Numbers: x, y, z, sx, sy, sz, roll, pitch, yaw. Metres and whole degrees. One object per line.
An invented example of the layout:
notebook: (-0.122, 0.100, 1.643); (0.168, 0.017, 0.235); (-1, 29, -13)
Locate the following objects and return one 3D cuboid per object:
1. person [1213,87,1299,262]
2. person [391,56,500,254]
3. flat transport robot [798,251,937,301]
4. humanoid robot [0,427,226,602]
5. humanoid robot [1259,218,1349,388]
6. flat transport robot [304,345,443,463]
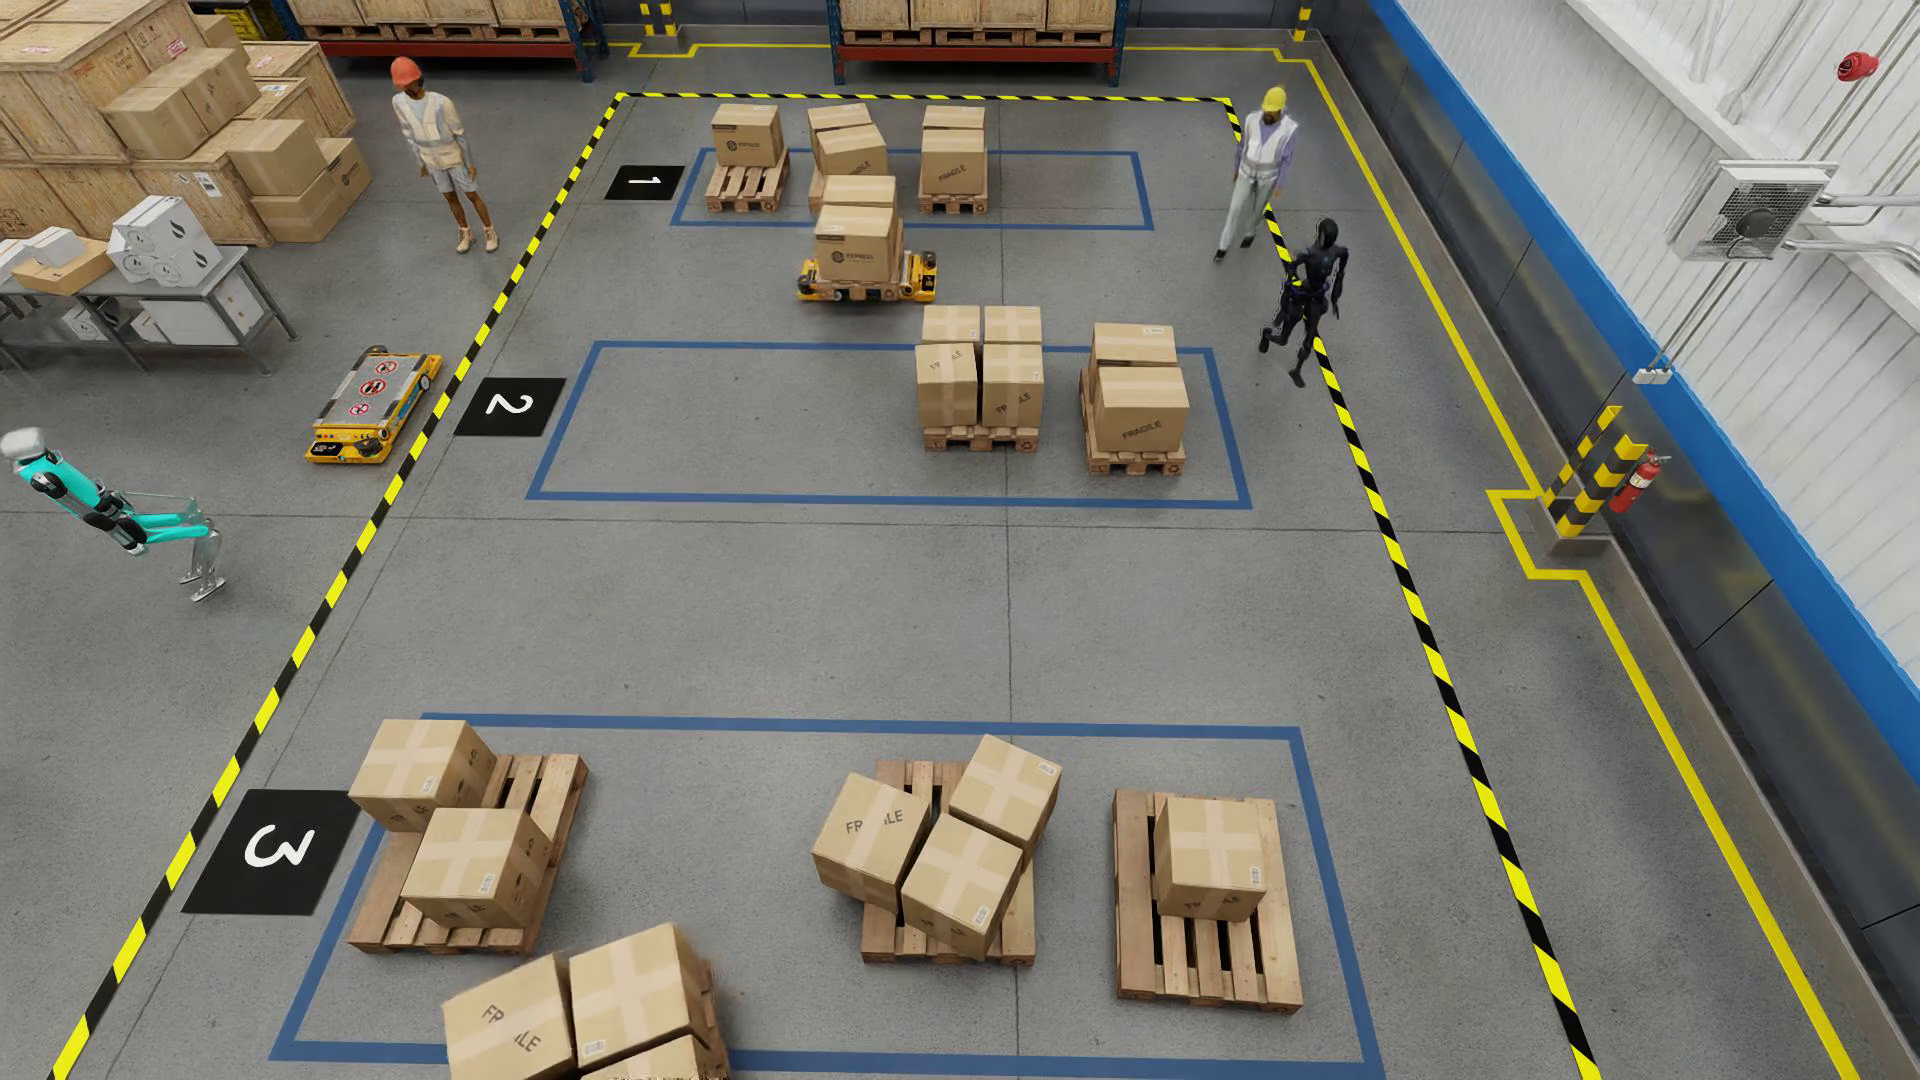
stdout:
person: (3.086, -3.763, 9.555); (0.593, 1.790, 0.901); (20, 53, 16)
person: (-5.381, -3.964, 9.558); (0.606, 2.047, 0.366); (-1, 50, -1)
flat transport robot: (-0.970, -2.816, 9.732); (1.431, 0.197, 0.652); (1, 50, 1)
humanoid robot: (-5.798, -0.232, 6.513); (0.735, 1.677, 0.533); (-36, 58, -26)
humanoid robot: (3.151, -2.219, 8.337); (0.610, 1.635, 0.621); (-7, 50, -6)
flat transport robot: (-5.383, -1.269, 8.441); (0.659, 0.231, 1.431); (1, 50, 1)
